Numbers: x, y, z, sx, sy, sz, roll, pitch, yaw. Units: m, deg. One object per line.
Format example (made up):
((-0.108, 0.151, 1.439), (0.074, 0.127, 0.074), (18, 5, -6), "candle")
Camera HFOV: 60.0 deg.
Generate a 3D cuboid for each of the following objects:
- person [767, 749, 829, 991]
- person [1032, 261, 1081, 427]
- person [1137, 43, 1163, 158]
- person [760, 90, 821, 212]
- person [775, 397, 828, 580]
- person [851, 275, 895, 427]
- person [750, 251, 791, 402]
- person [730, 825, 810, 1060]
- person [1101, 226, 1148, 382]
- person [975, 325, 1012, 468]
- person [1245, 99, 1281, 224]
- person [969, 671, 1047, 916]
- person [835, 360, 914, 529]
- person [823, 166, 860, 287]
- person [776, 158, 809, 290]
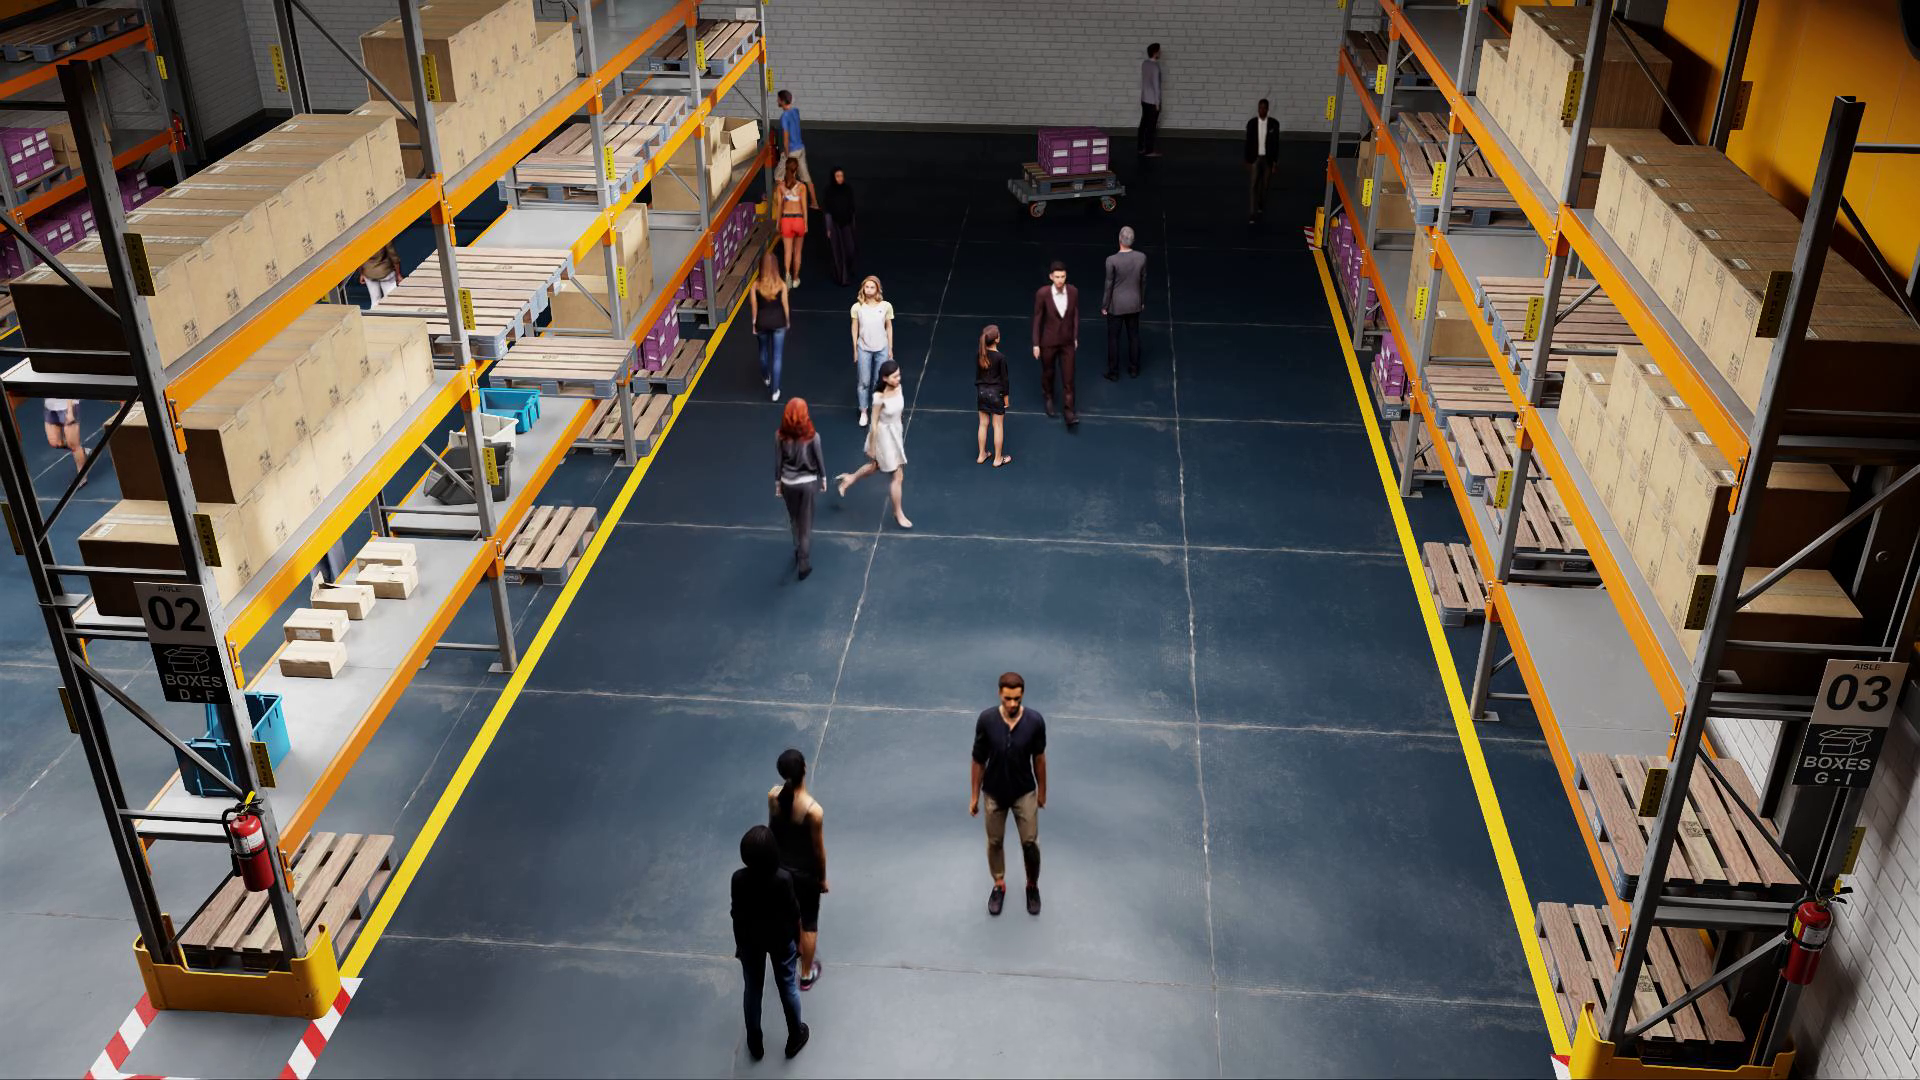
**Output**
((-1.078, 2.092, 10.610), (0.736, 1.708, 0.775), (23, 36, 36), "person")
((1.049, -2.209, 18.376), (0.906, 1.822, 1.213), (-5, 29, -9), "person")
((3.176, -7.366, 27.800), (0.816, 1.850, 0.674), (-11, 31, -20), "person")
((-2.425, -5.795, 24.965), (1.120, 1.808, 1.290), (18, 33, 29), "person")
((-1.483, -0.436, 15.191), (0.615, 1.759, 0.757), (3, 29, 6), "person")
((-0.964, -2.088, 18.257), (0.680, 1.723, 0.635), (-6, 29, -10), "person")
((-2.150, -2.385, 18.834), (0.639, 1.693, 0.925), (-1, 29, -1), "person")
((-1.165, 2.420, 10.016), (0.589, 1.701, 0.559), (-1, 29, -1), "person")
((1.904, -2.759, 19.365), (0.799, 1.840, 0.754), (-10, 30, -17), "person")
((0.328, -1.521, 17.393), (0.618, 1.556, 0.653), (15, 32, 25), "person")
((4.493, -5.658, 24.756), (0.702, 1.767, 1.161), (4, 29, 8), "person")
((0.324, 1.663, 11.250), (0.650, 1.849, 0.571), (2, 29, 4), "person")
((-0.797, -0.945, 16.147), (0.976, 1.737, 1.126), (17, 33, 28), "person")
((-1.626, -4.242, 22.326), (0.759, 1.608, 0.845), (-10, 30, -18), "person")
((-2.225, -4.120, 21.927), (0.587, 1.775, 0.901), (2, 29, 4), "person")
